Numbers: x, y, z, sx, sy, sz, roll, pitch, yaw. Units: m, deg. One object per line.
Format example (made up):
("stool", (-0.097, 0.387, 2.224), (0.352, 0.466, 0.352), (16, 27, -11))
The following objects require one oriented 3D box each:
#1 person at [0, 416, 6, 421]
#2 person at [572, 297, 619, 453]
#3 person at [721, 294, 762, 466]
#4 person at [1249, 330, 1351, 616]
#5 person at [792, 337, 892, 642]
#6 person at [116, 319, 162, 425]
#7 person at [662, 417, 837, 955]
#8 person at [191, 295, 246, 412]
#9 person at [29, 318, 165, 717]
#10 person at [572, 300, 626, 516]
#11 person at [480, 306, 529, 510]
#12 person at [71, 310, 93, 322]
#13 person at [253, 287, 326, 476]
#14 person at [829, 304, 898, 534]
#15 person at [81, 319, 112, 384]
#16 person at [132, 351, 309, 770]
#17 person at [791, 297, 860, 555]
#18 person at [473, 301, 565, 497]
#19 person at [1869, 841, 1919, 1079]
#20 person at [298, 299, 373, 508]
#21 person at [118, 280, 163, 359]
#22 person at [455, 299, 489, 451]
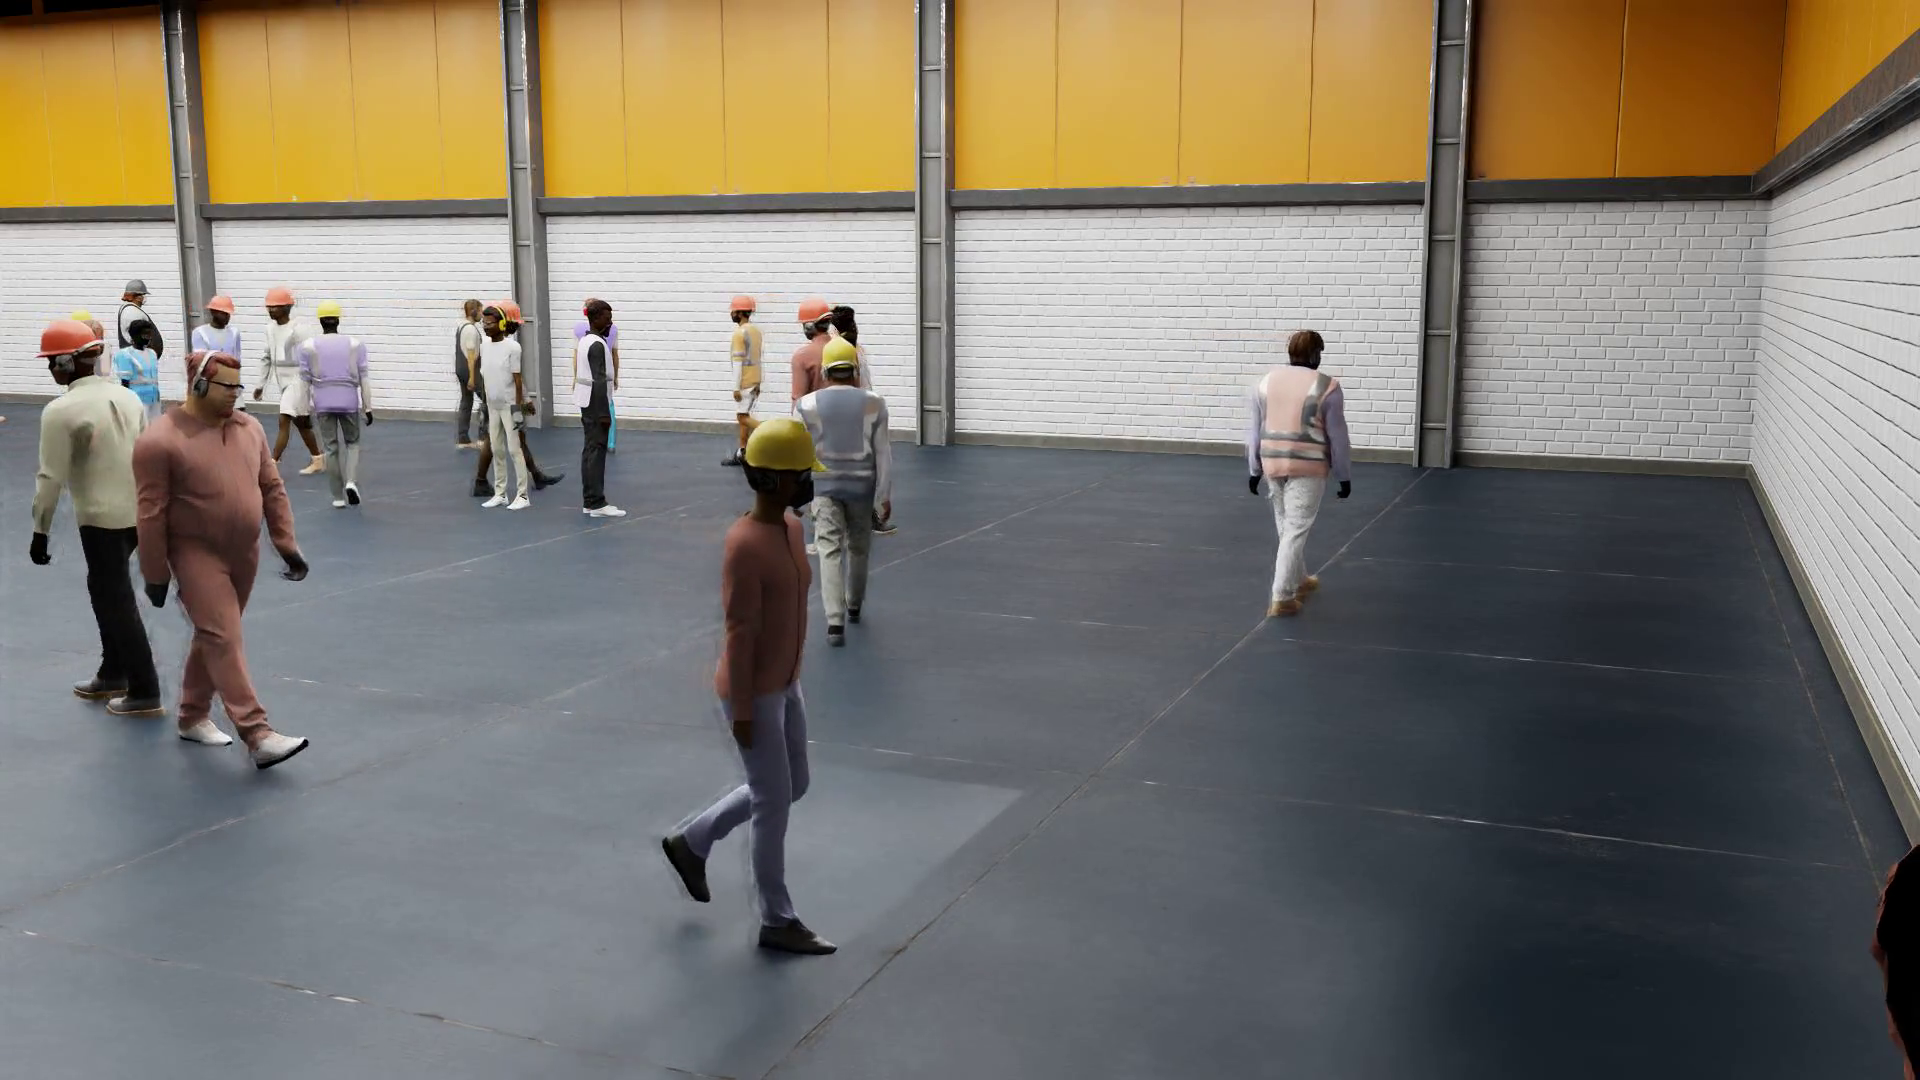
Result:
("person", (-13.947, -2.594, 23.662), (0.621, 1.845, 0.429), (6, 11, 31))
("person", (-4.278, -1.926, 19.602), (0.569, 1.843, 0.375), (-6, 11, -33))
("person", (-2.262, -1.738, 18.243), (0.775, 1.922, 0.542), (3, 10, 16))
("person", (2.243, -0.445, 10.758), (0.657, 1.800, 0.898), (9, 13, 43))
("person", (-0.724, -0.317, 10.021), (0.611, 1.789, 0.938), (-1, 9, -8))
("person", (-8.466, -1.435, 17.100), (0.542, 1.680, 0.550), (2, 10, 12))
("person", (-0.698, 0.469, 5.397), (0.581, 1.753, 0.535), (3, 10, 15))
("person", (-7.917, -1.664, 17.816), (0.573, 1.898, 0.751), (-9, 13, -43))
("person", (-4.278, -0.105, 8.220), (0.783, 1.958, 0.692), (2, 10, 11))
("person", (-3.238, -1.165, 14.788), (0.395, 1.915, 0.587), (-4, 10, -22))
("person", (-4.182, -1.200, 15.180), (0.504, 1.861, 0.330), (5, 11, 29))
("person", (-9.543, -1.640, 18.198), (0.326, 1.744, 0.488), (0, 9, 0))
("person", (-7.039, -1.612, 17.254), (0.626, 1.986, 1.048), (7, 11, 35))
("person", (-0.875, -0.984, 13.684), (0.673, 1.911, 0.640), (2, 10, 11))
("person", (-9.322, -1.559, 17.989), (0.308, 1.645, 0.515), (0, 9, -3))
("person", (-3.277, 0.084, 7.456), (0.994, 1.842, 0.626), (4, 10, 22))
("person", (-1.038, -0.865, 12.771), (0.629, 1.976, 0.431), (-8, 13, -41))
("person", (-4.297, -1.357, 16.069), (0.952, 1.879, 0.541), (-4, 10, -20))
("person", (0.627, 1.101, 1.064), (0.643, 1.913, 0.410), (1, 9, 4))
("person", (-5.698, -1.234, 15.191), (0.616, 1.913, 0.404), (-4, 10, -23))
("person", (-11.142, -2.528, 22.659), (0.537, 2.000, 0.688), (-7, 12, -35))
("person", (-5.806, -1.976, 20.002), (0.609, 1.816, 0.511), (-7, 12, -35))
